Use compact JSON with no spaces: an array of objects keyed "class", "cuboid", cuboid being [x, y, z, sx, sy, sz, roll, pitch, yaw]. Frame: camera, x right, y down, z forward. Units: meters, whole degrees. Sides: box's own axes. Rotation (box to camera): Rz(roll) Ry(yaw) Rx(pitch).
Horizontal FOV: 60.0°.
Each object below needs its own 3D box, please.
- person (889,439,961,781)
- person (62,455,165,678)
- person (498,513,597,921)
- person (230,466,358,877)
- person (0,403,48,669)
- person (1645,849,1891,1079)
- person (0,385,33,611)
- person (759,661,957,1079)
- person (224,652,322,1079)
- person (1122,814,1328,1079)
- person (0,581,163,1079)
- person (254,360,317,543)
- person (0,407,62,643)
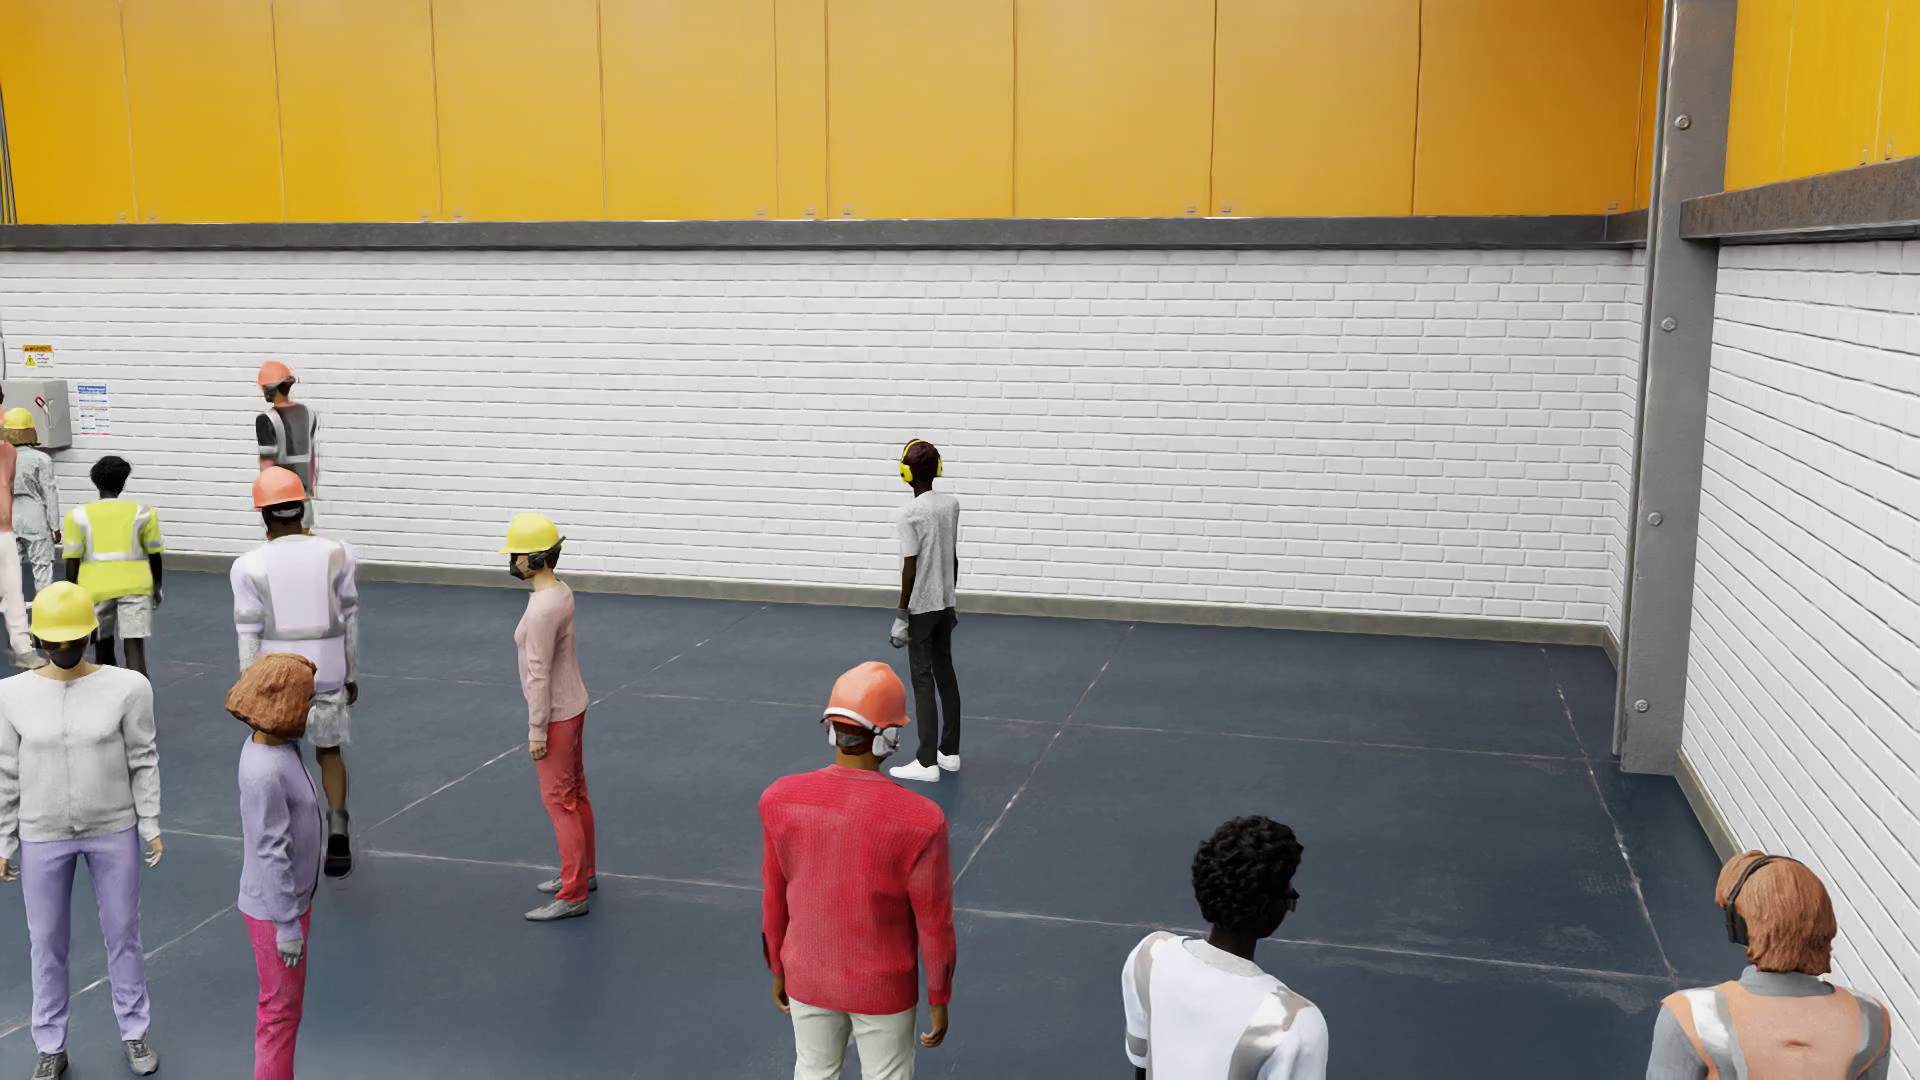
[{"class":"person","cuboid":[-0.195,0.383,9.037,0.333,1.866,0.515,7,12,36]},{"class":"person","cuboid":[-5.081,0.323,10.010,0.565,1.640,0.898,-5,11,-25]},{"class":"person","cuboid":[-1.787,0.752,7.186,0.349,1.758,0.522,-1,10,-4]},{"class":"person","cuboid":[-2.964,0.624,7.500,0.543,1.905,0.671,-5,11,-26]},{"class":"person","cuboid":[-6.862,-0.070,11.564,1.084,1.923,0.625,5,11,25]},{"class":"person","cuboid":[1.647,1.446,3.461,0.528,1.630,0.322,-1,10,-7]},{"class":"person","cuboid":[-7.814,-0.383,13.385,0.590,1.920,0.399,9,13,42]},{"class":"person","cuboid":[-0.273,1.195,4.630,0.573,1.738,0.351,3,10,19]},{"class":"person","cuboid":[-2.102,1.149,5.201,0.281,1.633,0.499,-4,10,-20]},{"class":"person","cuboid":[0.556,1.406,3.540,0.320,1.687,0.539,-8,13,-40]},{"class":"person","cuboid":[-3.004,1.004,5.678,0.524,1.766,0.323,-5,11,-26]},{"class":"person","cuboid":[-5.361,-0.434,13.382,0.822,2.023,0.624,4,11,24]},{"class":"person","cuboid":[-6.885,-0.105,12.263,0.492,1.742,0.320,-1,10,-7]}]
